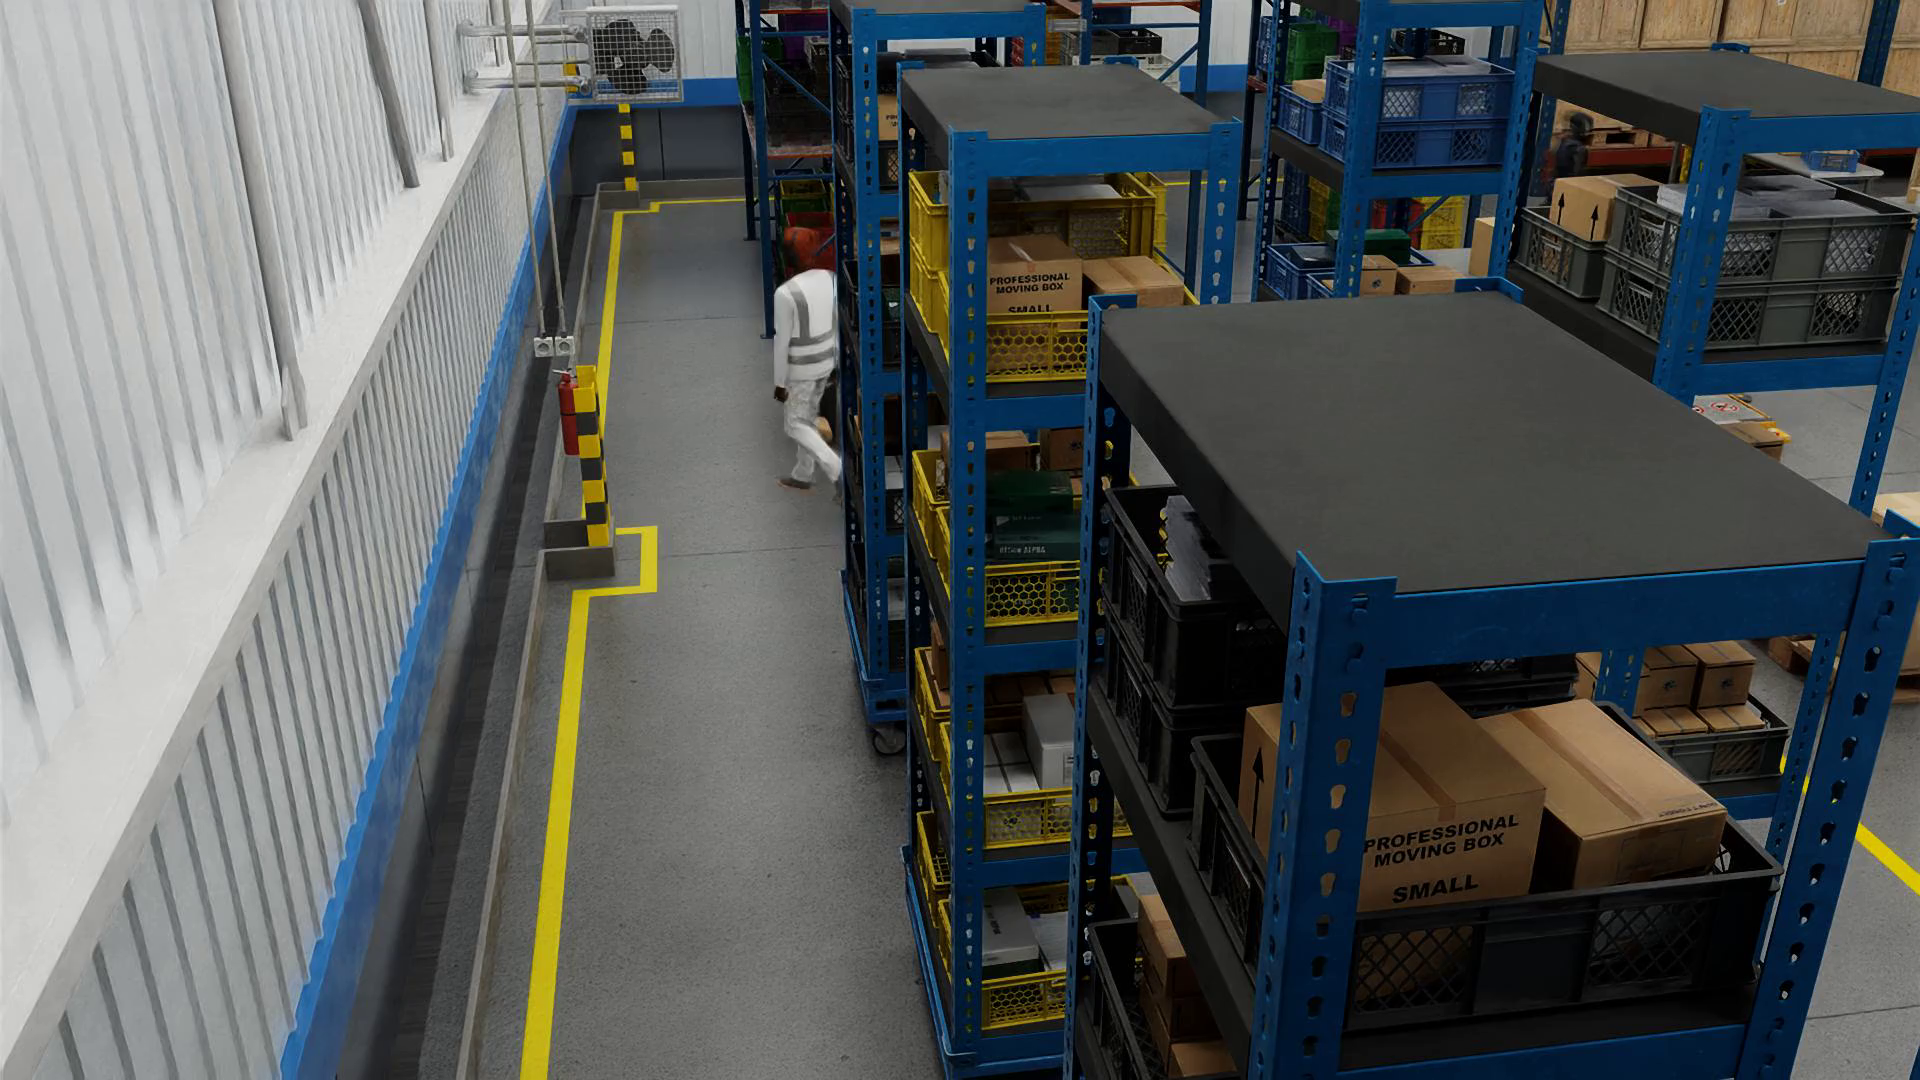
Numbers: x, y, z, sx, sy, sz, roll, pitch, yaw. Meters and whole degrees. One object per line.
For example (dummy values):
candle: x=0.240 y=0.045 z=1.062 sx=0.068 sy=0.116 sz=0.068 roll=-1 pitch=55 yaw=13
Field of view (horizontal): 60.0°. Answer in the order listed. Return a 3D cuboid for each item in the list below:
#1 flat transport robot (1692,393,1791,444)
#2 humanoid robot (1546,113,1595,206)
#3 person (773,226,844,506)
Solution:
flat transport robot: x=5.224 y=-0.859 z=12.132 sx=1.431 sy=0.197 sz=0.652 roll=-4 pitch=25 yaw=-8
humanoid robot: x=5.564 y=-3.149 z=15.481 sx=0.447 sy=1.637 sz=0.653 roll=5 pitch=25 yaw=10
person: x=-0.955 y=-1.110 z=10.804 sx=0.727 sy=1.862 sz=0.589 roll=17 pitch=30 yaw=32
